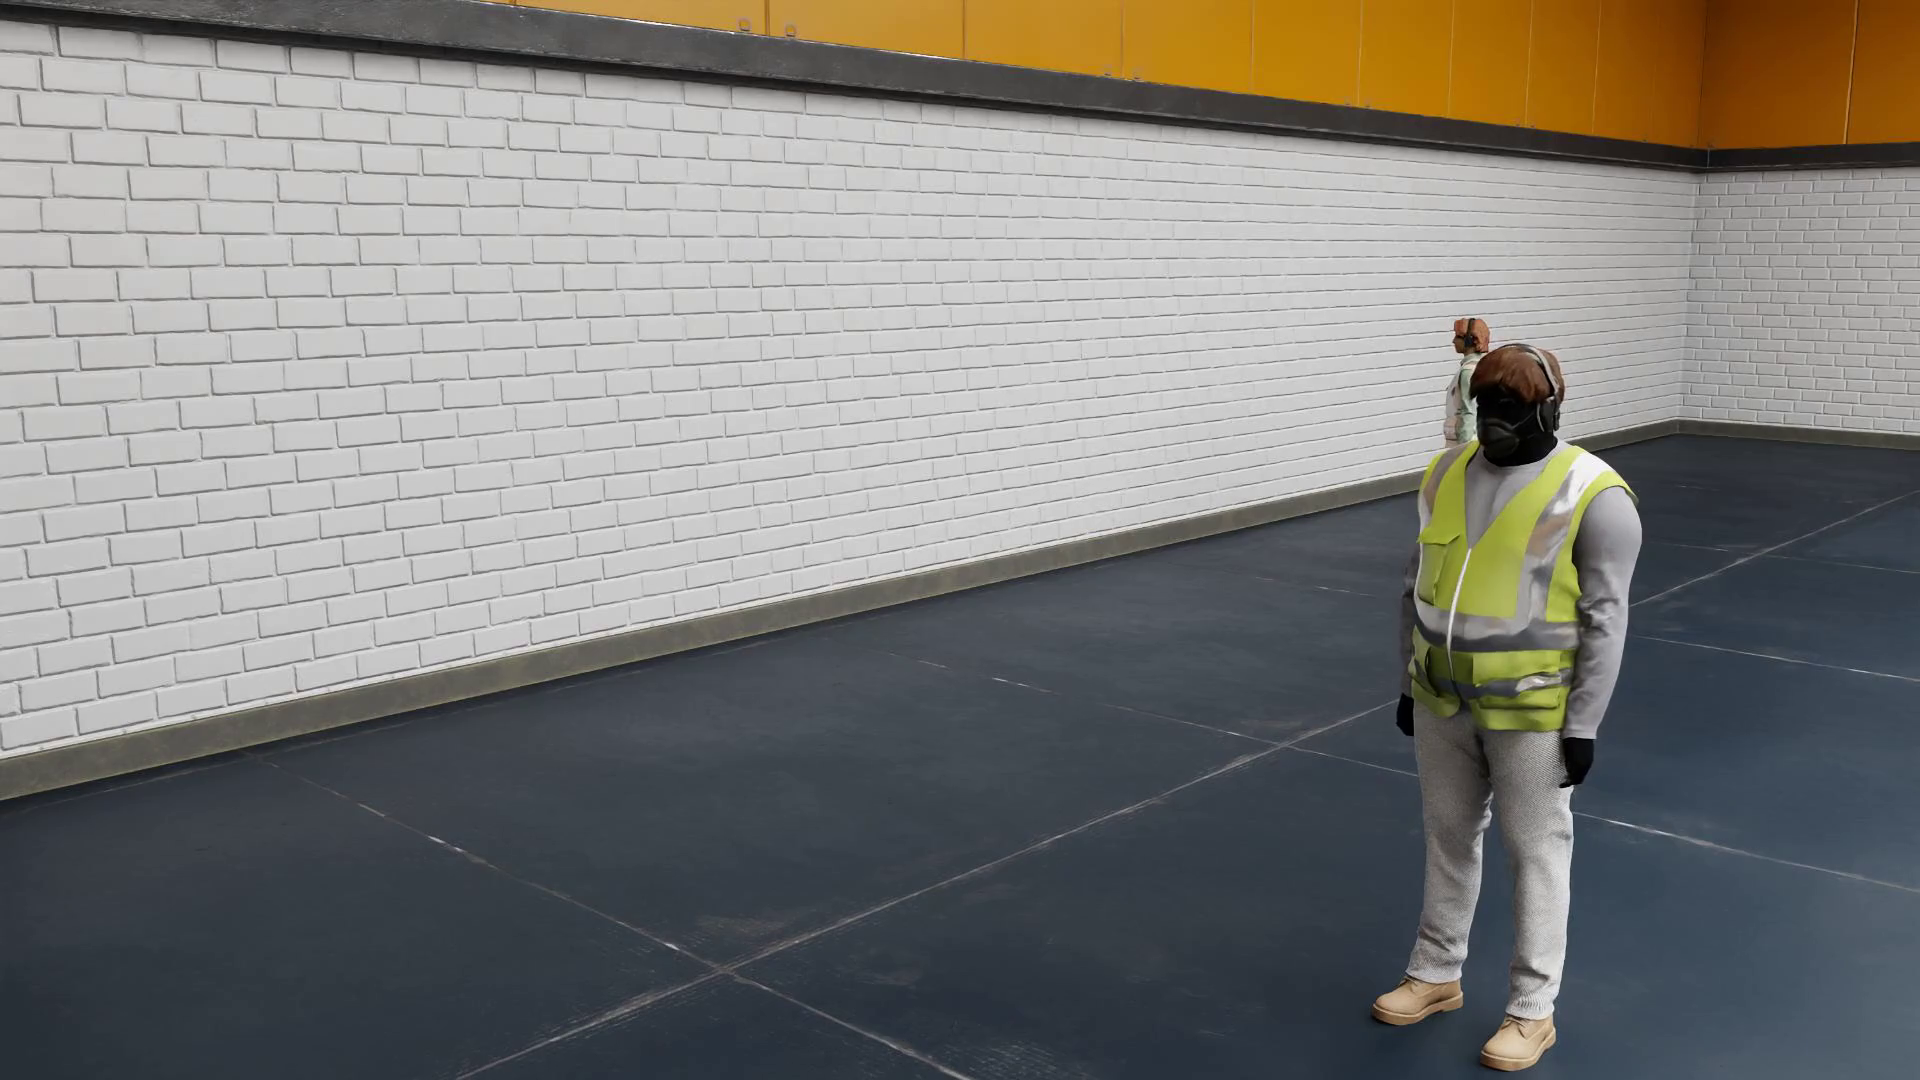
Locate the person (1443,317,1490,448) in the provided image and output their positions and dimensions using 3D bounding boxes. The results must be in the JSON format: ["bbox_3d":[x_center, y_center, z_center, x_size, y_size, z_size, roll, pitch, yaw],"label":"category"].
[{"bbox_3d":[3.229,-0.592,10.592,0.306,1.640,0.522,4,11,22],"label":"person"}]

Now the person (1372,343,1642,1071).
[{"bbox_3d":[1.376,0.418,4.274,0.429,1.842,0.626,-8,13,-38],"label":"person"}]
